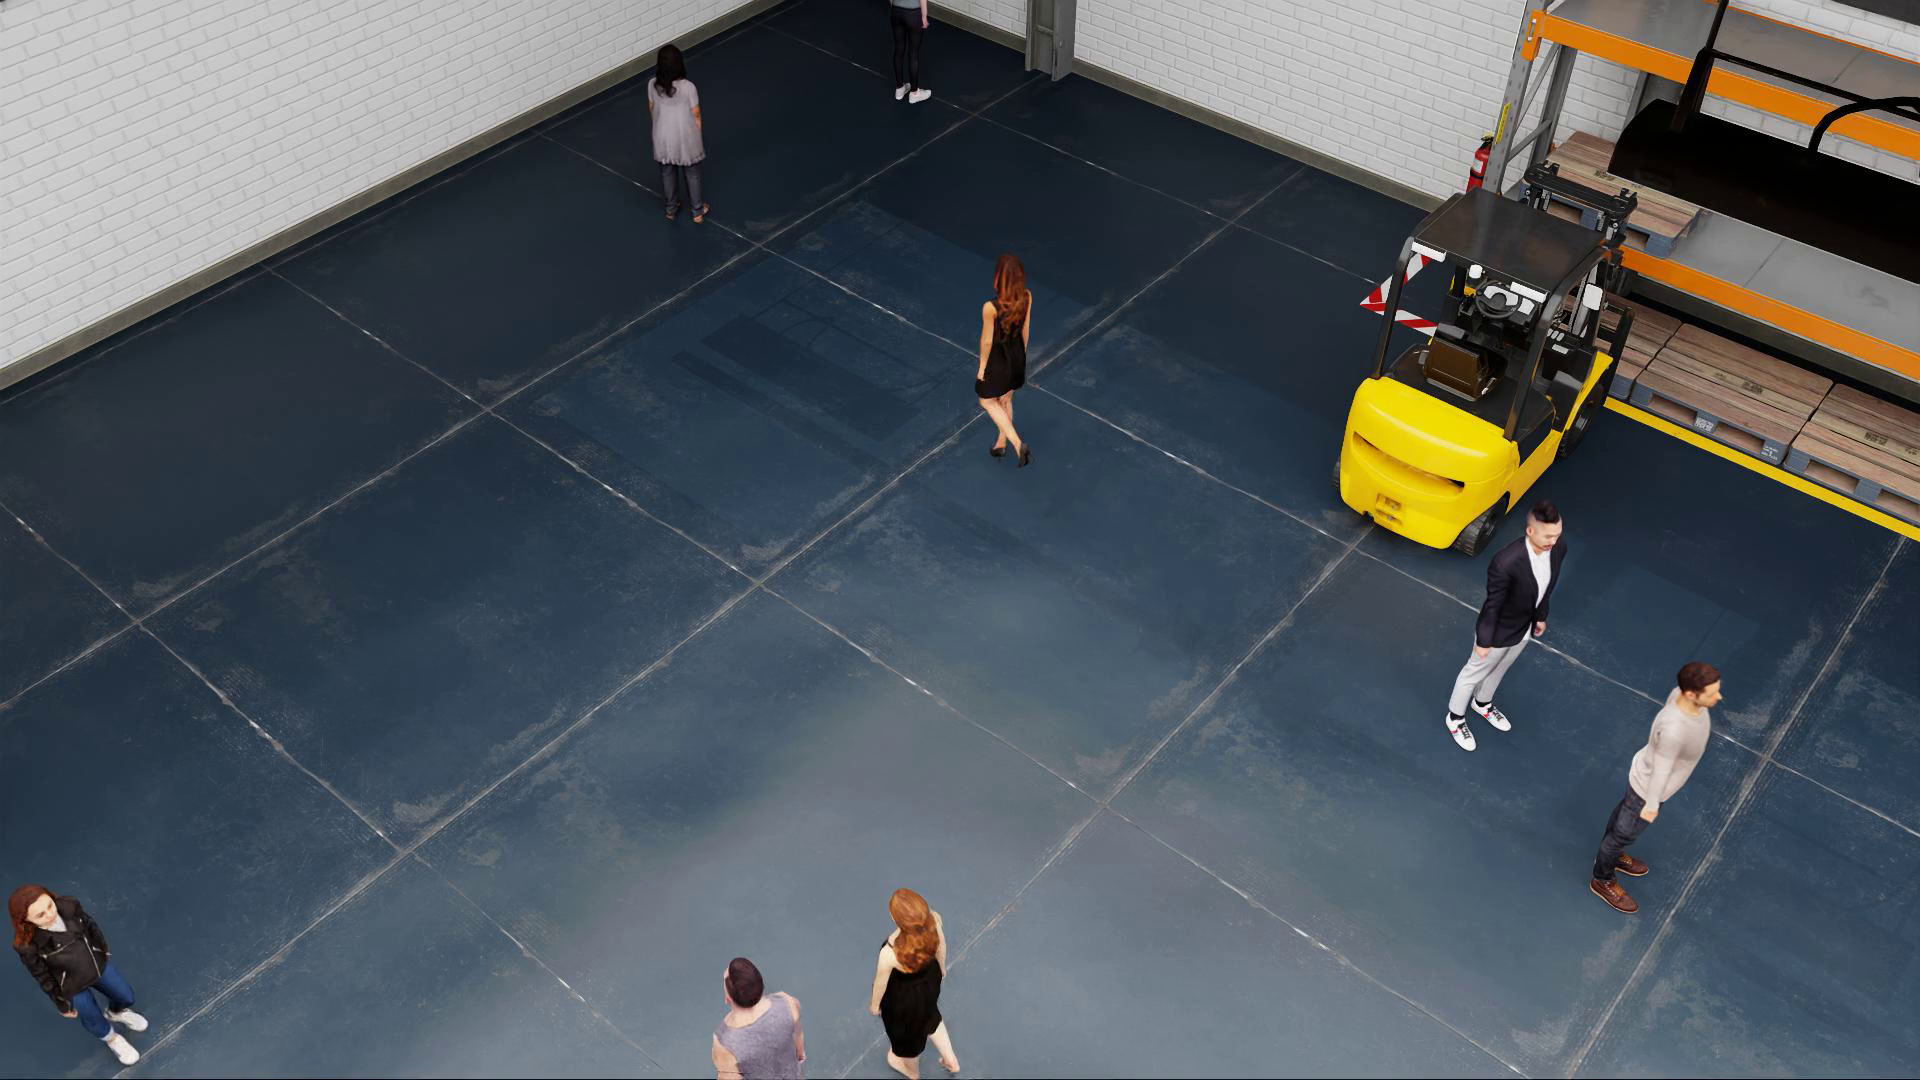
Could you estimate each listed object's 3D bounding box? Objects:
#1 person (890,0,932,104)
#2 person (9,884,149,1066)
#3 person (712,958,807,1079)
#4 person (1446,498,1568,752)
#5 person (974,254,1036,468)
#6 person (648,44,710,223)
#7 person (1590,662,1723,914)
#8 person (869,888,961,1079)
[{"bbox_3d":[-0.510,-5.069,16.036,0.469,1.742,0.650,27,50,26],"label":"person"},{"bbox_3d":[-4.604,2.212,8.588,0.612,1.475,0.610,19,47,19],"label":"person"},{"bbox_3d":[-0.876,2.599,7.890,0.794,1.829,1.047,-30,51,-28],"label":"person"},{"bbox_3d":[3.320,0.465,10.070,0.781,1.959,0.734,-21,48,-21],"label":"person"},{"bbox_3d":[0.361,-1.198,11.916,0.701,1.821,0.865,-25,49,-24],"label":"person"},{"bbox_3d":[-2.485,-3.549,14.540,0.751,1.605,0.823,6,44,6],"label":"person"},{"bbox_3d":[3.849,1.325,9.233,0.624,1.868,0.691,22,48,21],"label":"person"},{"bbox_3d":[-0.184,2.315,8.377,0.717,1.617,0.607,34,53,30],"label":"person"}]
